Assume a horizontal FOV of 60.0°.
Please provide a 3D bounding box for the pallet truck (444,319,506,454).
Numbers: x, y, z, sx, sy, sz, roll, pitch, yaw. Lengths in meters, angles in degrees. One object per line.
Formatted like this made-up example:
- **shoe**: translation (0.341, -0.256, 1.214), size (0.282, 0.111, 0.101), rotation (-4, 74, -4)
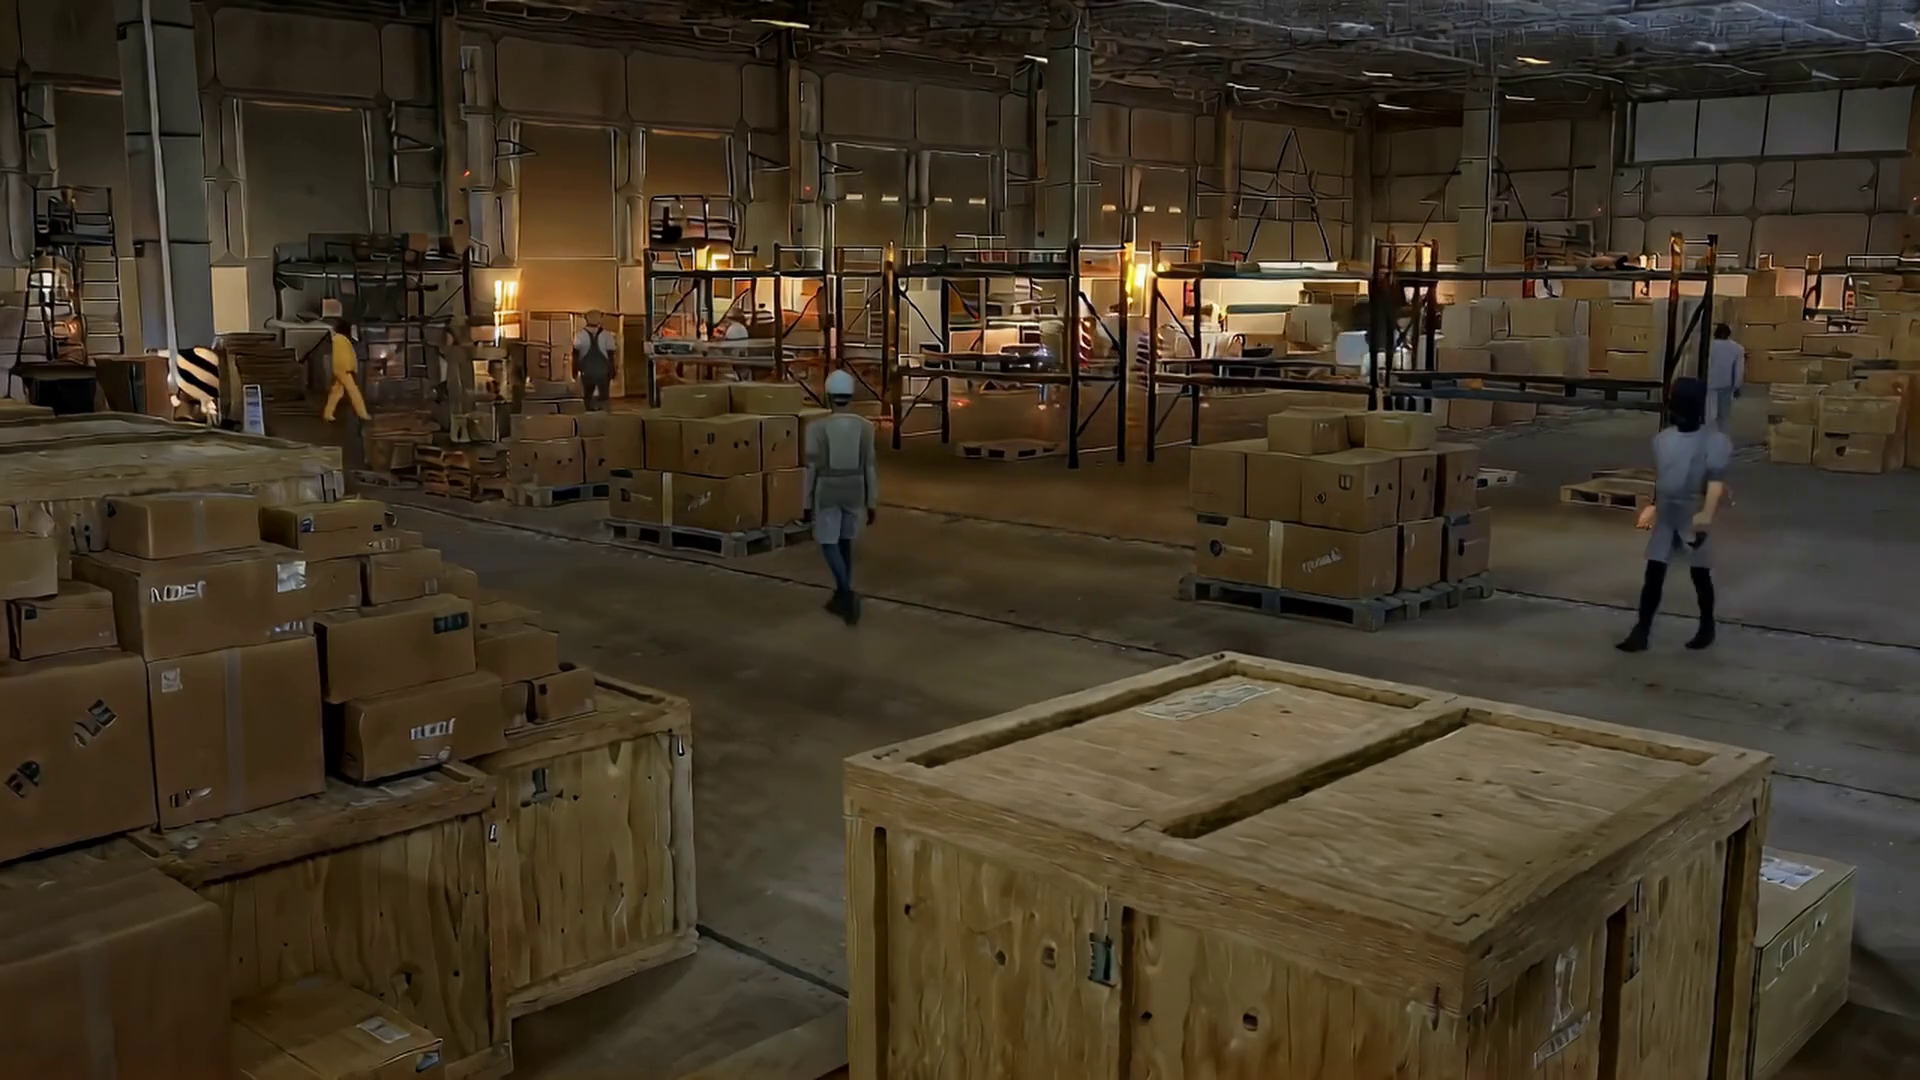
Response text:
- **pallet truck**: translation (-6.981, -1.942, 22.150), size (1.885, 1.965, 0.823), rotation (1, 9, 9)

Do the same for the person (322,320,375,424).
- **person**: translation (-10.536, -2.873, 28.498), size (0.953, 1.795, 0.644), rotation (-2, 9, -12)

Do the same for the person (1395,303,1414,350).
- **person**: translation (9.528, -4.099, 35.592), size (0.595, 1.925, 0.370), rotation (-4, 10, -25)

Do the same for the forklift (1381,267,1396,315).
- **forklift**: translation (12.099, -6.467, 47.195), size (1.873, 2.768, 1.129), rotation (3, 10, 17)

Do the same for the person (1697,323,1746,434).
- **person**: translation (10.962, -2.185, 24.011), size (0.622, 1.893, 1.058), rotation (5, 10, 28)

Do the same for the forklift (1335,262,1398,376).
- **forklift**: translation (10.196, -5.355, 40.376), size (1.873, 2.768, 1.129), rotation (9, 13, 43)

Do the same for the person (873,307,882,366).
- **person**: translation (-2.170, -5.396, 44.457), size (0.324, 1.631, 0.522), rotation (0, 9, -3)

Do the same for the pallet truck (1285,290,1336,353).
- **pallet truck**: translation (11.297, -6.951, 52.861), size (1.885, 1.965, 0.823), rotation (-5, 11, -29)

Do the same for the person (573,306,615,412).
- **person**: translation (-6.137, -2.906, 27.932), size (0.687, 2.000, 0.536), rotation (-2, 10, -13)

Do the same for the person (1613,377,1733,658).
- **person**: translation (4.928, -0.152, 11.372), size (0.878, 1.928, 0.610), rotation (-6, 11, -34)

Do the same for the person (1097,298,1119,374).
- **person**: translation (3.754, -5.113, 41.852), size (0.786, 1.904, 0.573), rotation (1, 9, 9)

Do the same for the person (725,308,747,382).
- **person**: translation (-4.155, -3.355, 31.027), size (0.365, 1.931, 0.631), rotation (-6, 11, -34)

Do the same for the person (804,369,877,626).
- **person**: translation (-0.878, -0.317, 12.458), size (0.552, 1.910, 0.850), rotation (-4, 10, -22)

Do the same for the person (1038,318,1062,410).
- **person**: translation (1.716, -3.327, 31.459), size (0.484, 1.735, 0.335), rotation (-5, 10, -27)
